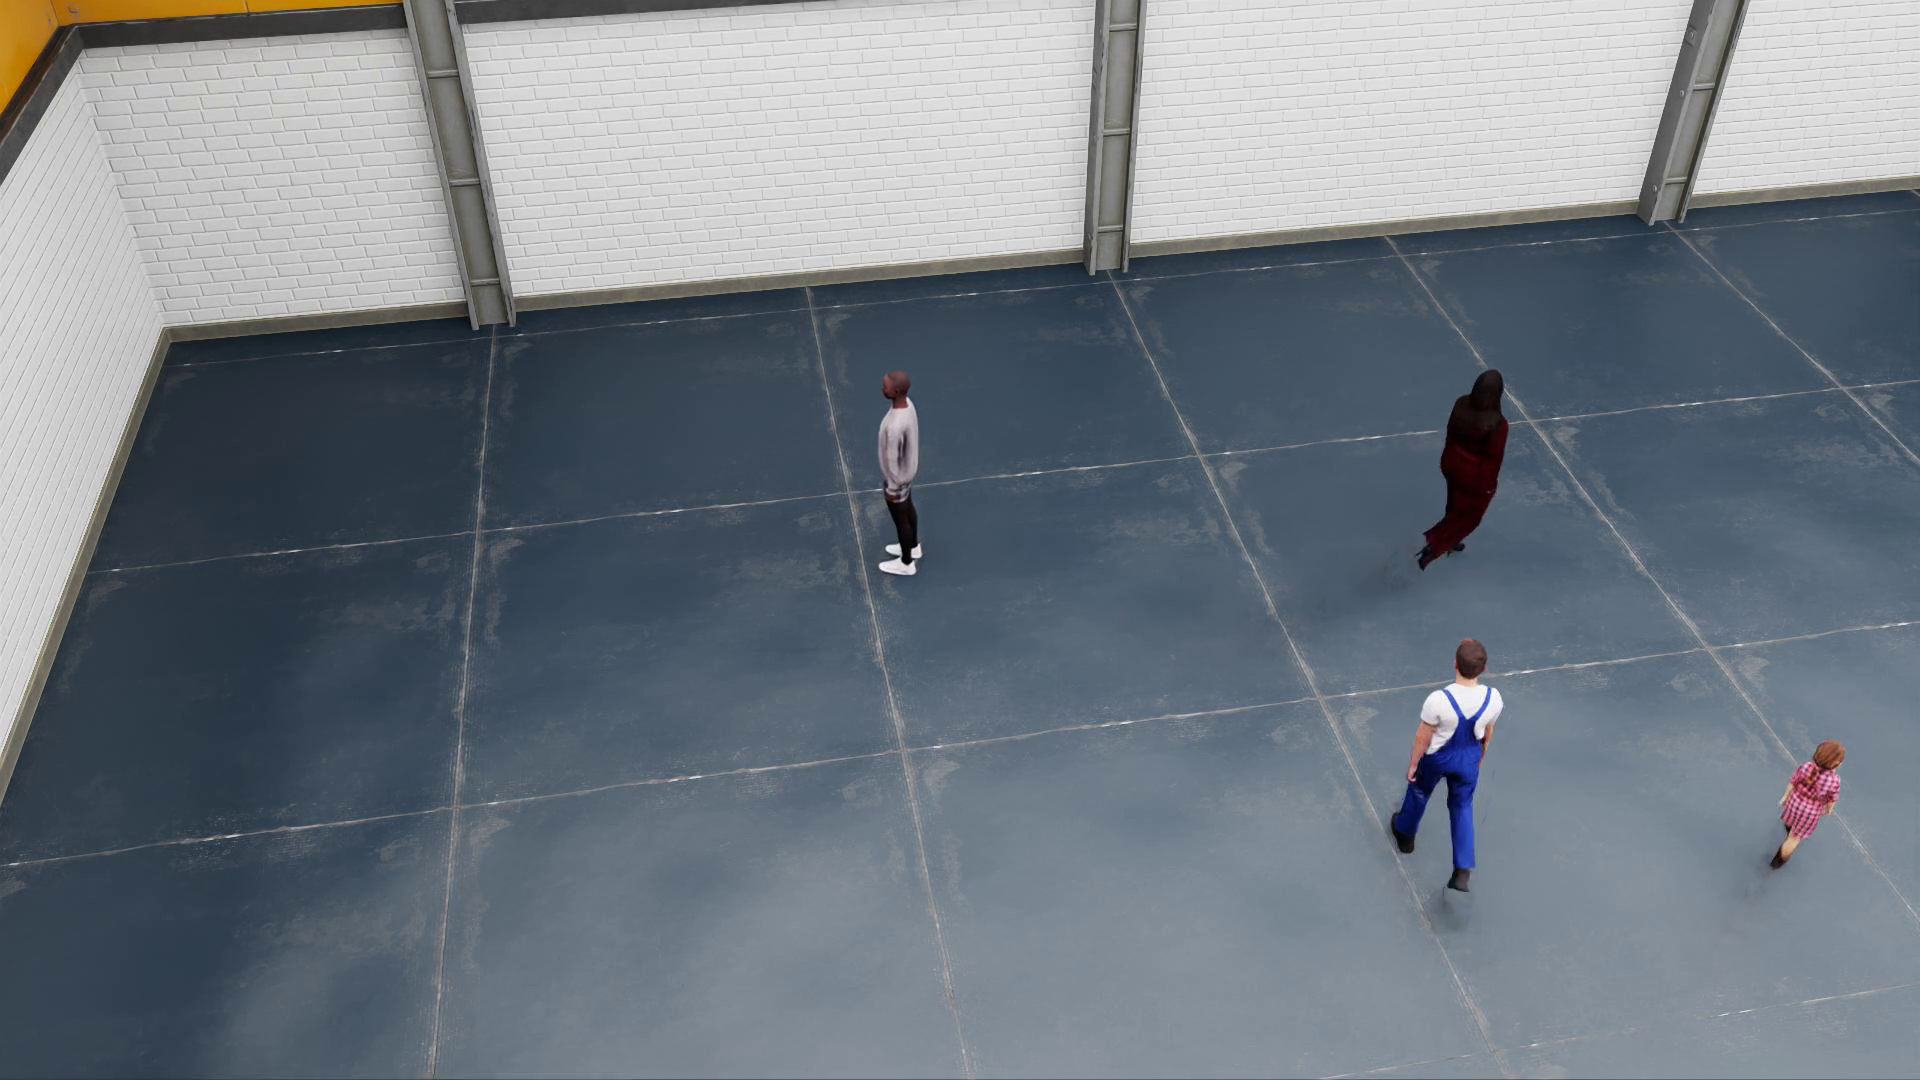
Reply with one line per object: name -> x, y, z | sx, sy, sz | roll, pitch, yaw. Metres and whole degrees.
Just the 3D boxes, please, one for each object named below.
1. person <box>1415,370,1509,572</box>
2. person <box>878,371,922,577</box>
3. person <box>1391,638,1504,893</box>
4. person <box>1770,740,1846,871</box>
person -> 3.746, -0.477, 12.453 | 1.040, 1.743, 0.871 | -22, 43, -25
person -> -0.437, -0.505, 12.466 | 0.619, 1.770, 0.660 | 3, 39, 4
person -> 2.976, 1.391, 10.044 | 1.059, 1.831, 0.811 | 0, 39, 0
person -> 5.255, 1.665, 10.365 | 0.670, 1.001, 0.773 | 29, 47, 32
